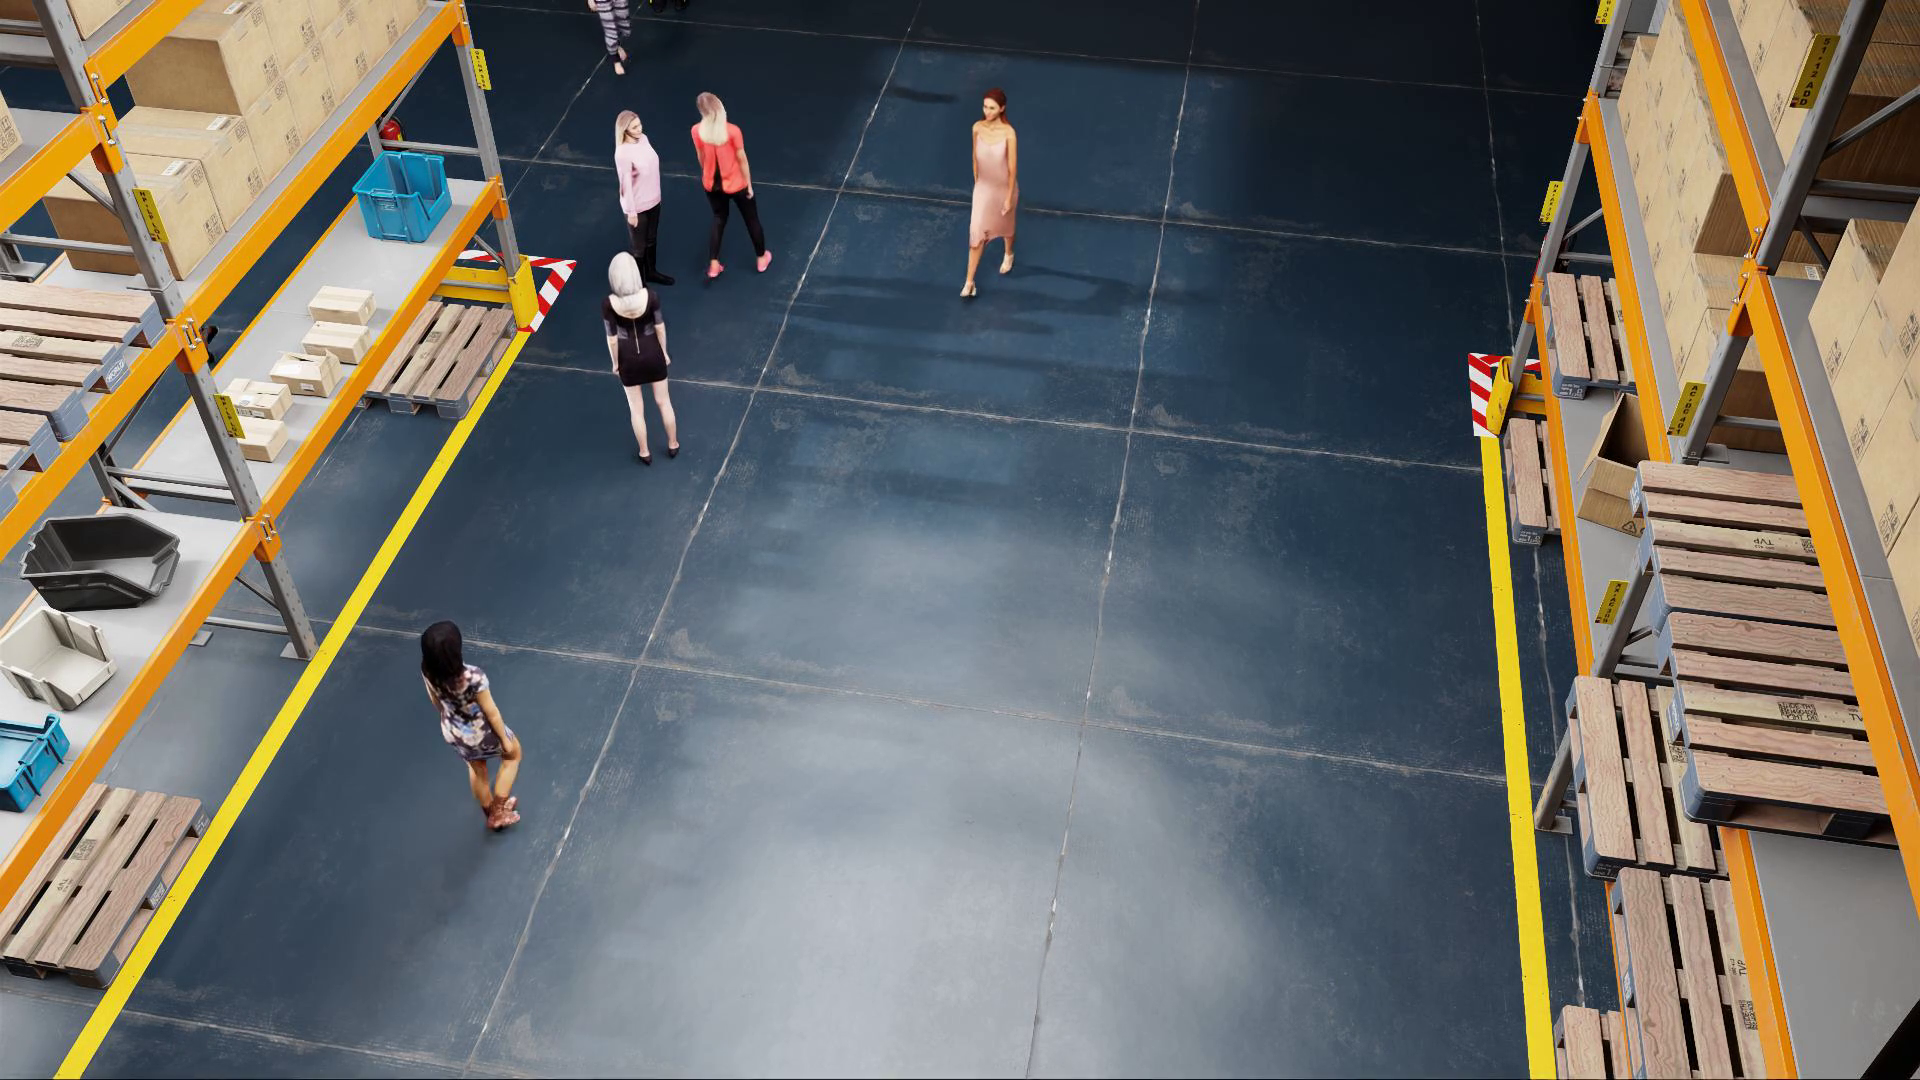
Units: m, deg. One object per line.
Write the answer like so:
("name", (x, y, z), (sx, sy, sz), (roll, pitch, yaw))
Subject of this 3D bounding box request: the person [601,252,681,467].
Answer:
("person", (-2.317, -1.306, 12.073), (0.641, 1.829, 0.637), (-11, 45, -12))

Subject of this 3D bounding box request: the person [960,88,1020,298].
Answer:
("person", (0.349, -2.932, 13.808), (0.747, 1.790, 1.132), (16, 46, 16))

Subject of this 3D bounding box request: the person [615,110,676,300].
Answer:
("person", (-2.641, -2.785, 13.728), (0.706, 1.687, 0.548), (16, 46, 16))

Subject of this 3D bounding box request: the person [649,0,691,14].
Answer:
("person", (-3.180, -6.491, 17.521), (0.817, 1.821, 0.768), (-4, 44, -4))

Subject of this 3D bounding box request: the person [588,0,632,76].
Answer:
("person", (-3.527, -5.513, 16.565), (0.765, 1.723, 0.819), (-20, 47, -20))

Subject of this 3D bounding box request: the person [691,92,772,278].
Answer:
("person", (-1.994, -2.913, 13.884), (0.703, 1.658, 0.834), (16, 46, 16))

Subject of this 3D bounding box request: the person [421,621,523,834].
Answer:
("person", (-2.838, 1.154, 9.564), (0.648, 1.727, 0.630), (13, 45, 14))
